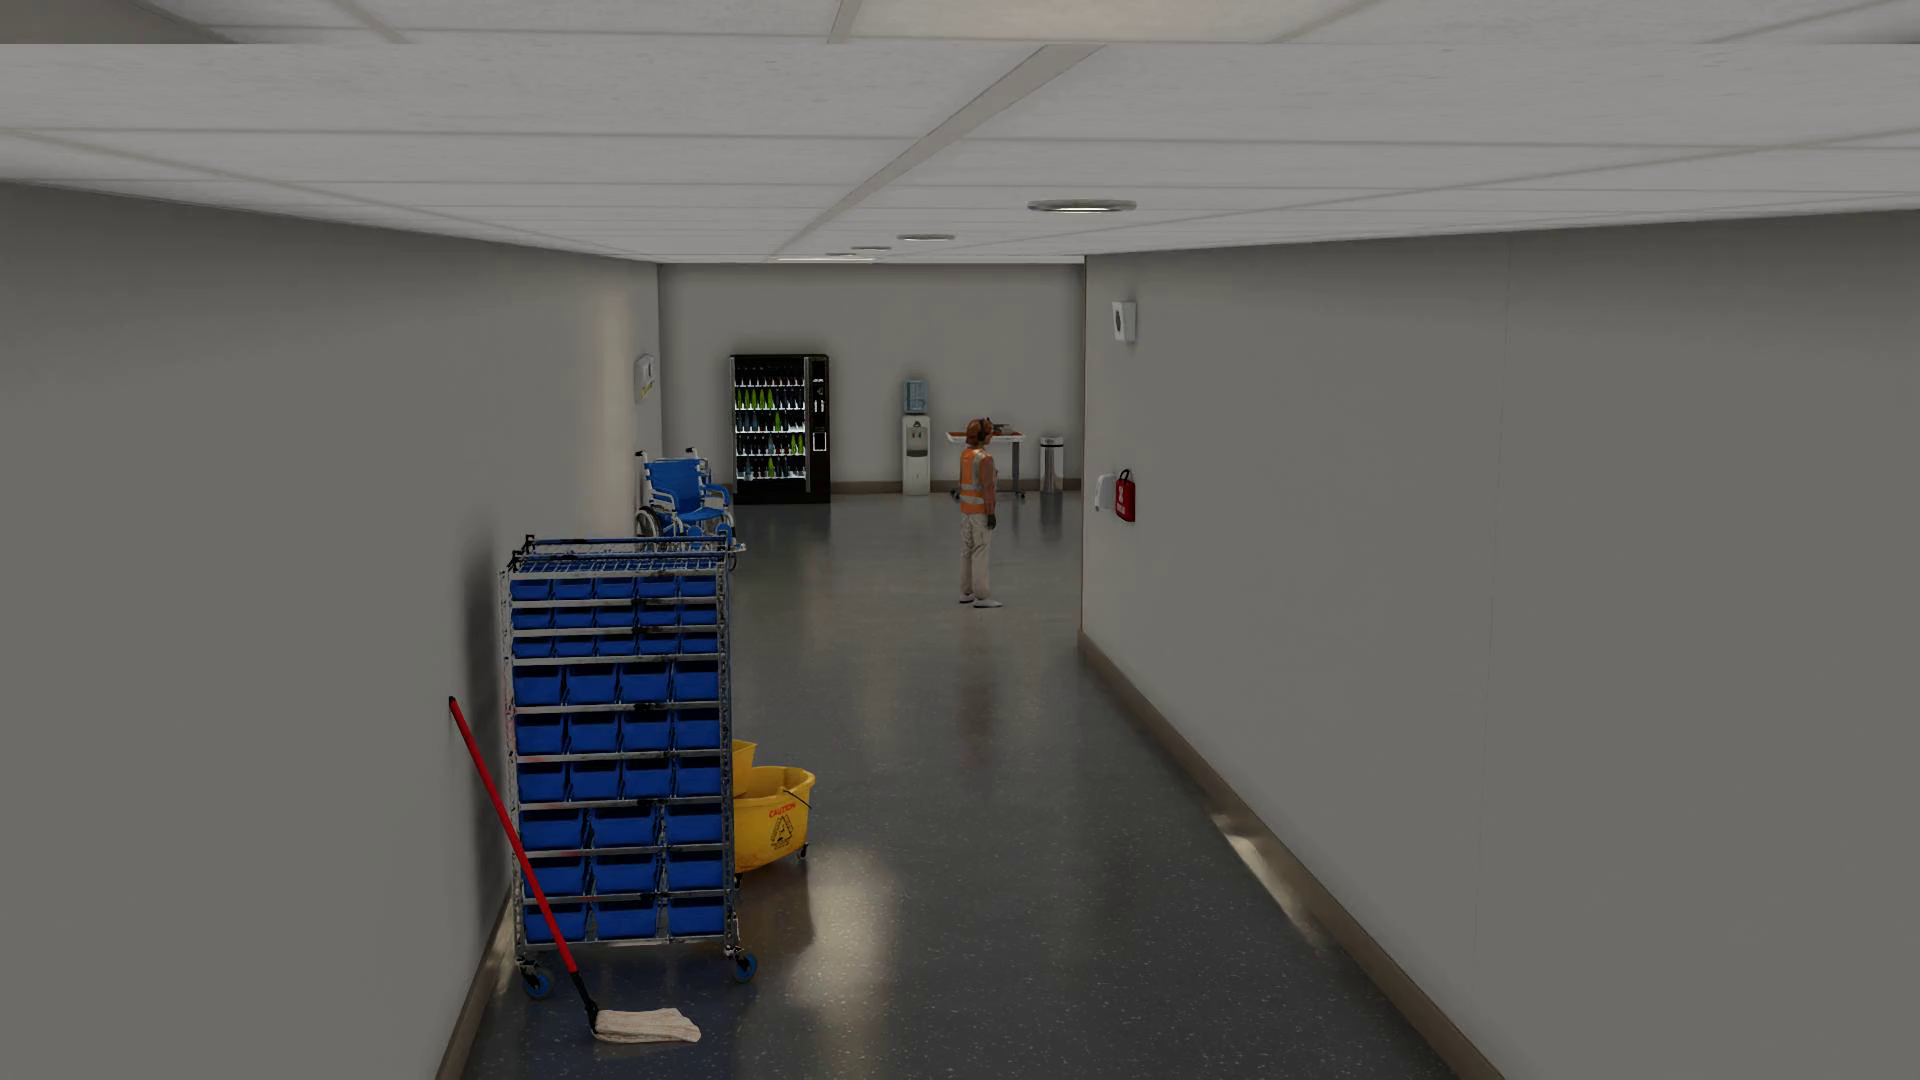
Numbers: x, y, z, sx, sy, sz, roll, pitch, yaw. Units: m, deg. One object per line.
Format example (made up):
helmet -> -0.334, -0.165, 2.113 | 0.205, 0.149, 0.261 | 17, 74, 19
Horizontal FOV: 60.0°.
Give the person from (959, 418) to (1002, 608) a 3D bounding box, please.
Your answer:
person -> 0.158, -0.234, 14.429 | 0.307, 1.639, 0.525 | -5, 10, -27
